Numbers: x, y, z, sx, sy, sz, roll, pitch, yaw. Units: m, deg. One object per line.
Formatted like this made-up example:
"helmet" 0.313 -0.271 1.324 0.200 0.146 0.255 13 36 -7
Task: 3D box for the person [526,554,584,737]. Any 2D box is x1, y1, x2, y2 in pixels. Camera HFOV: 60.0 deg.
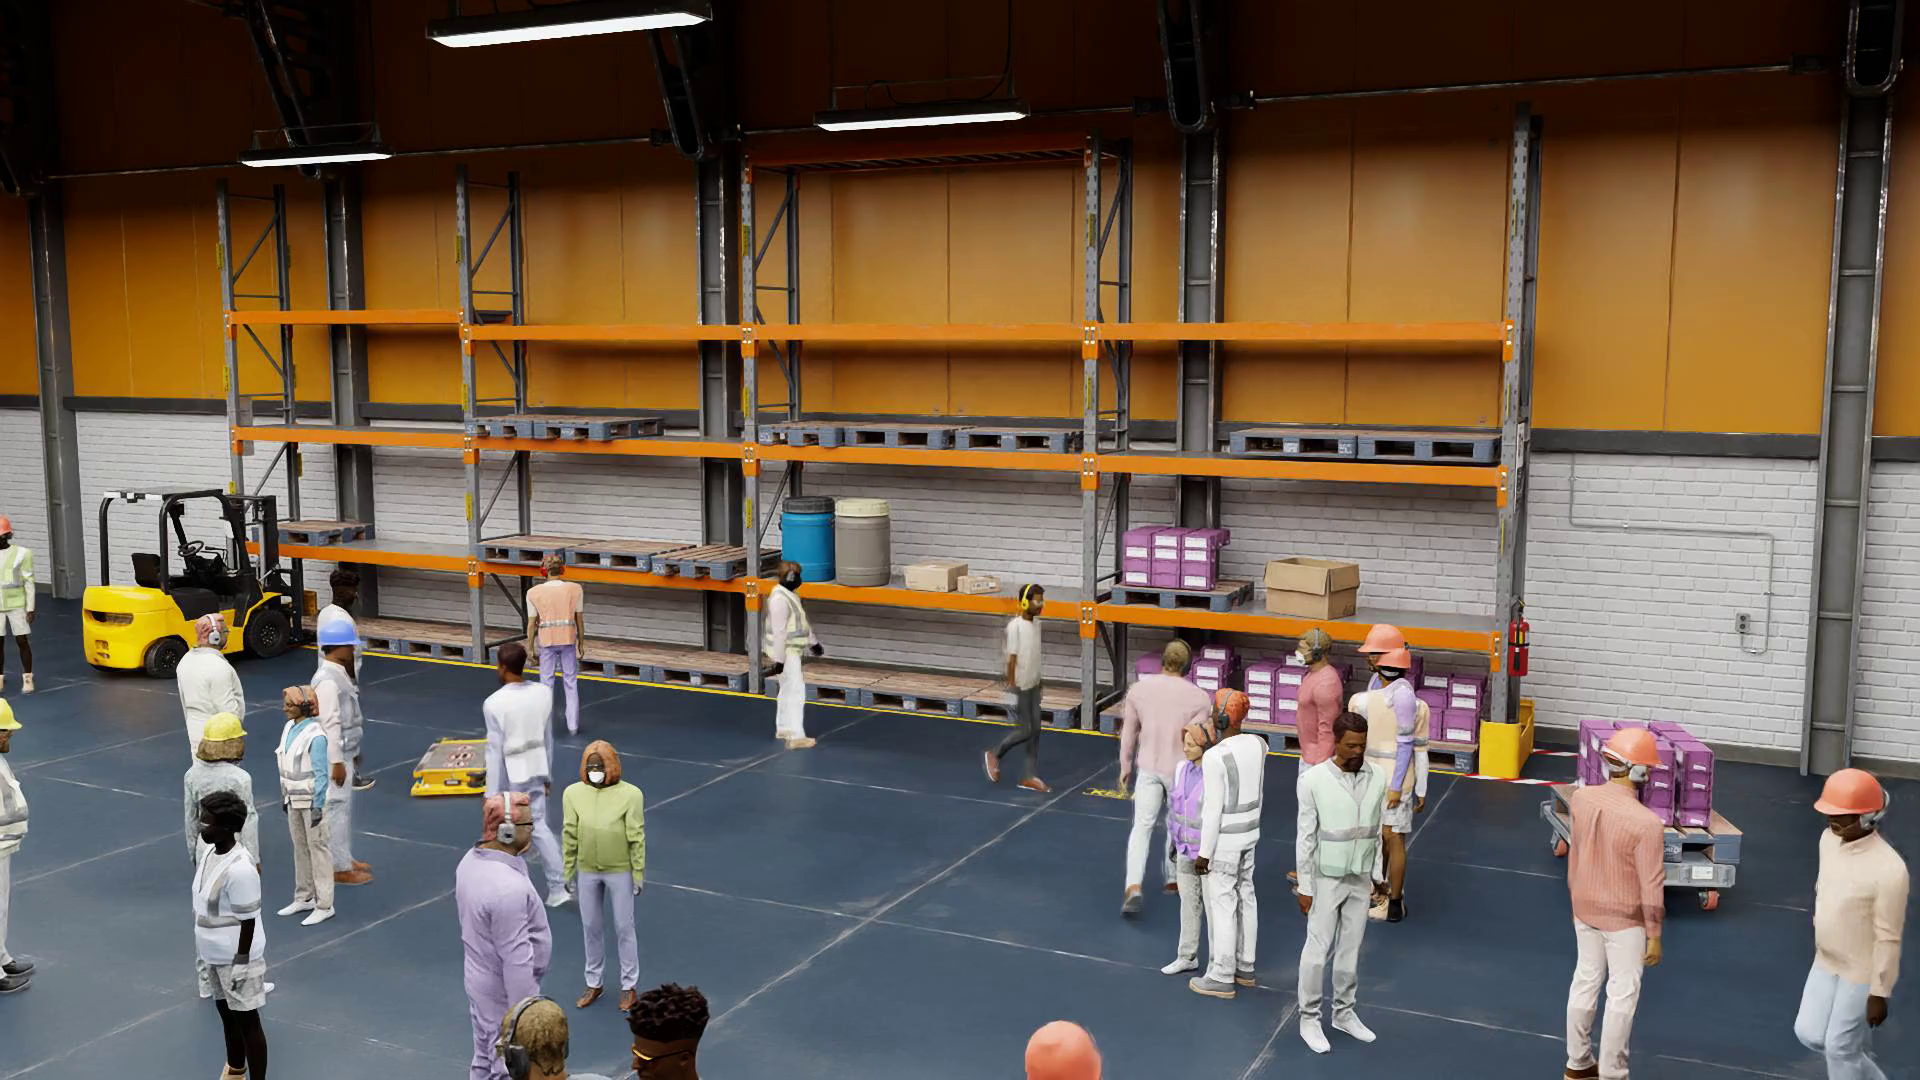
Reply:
"person" -4.035 1.063 16.628 0.560 1.836 0.394 -3 8 -23

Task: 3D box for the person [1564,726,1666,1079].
"person" 3.433 1.950 8.693 0.413 1.984 0.624 -3 7 -22

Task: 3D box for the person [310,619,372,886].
"person" -4.548 1.546 12.172 0.389 1.947 0.610 -2 7 -17

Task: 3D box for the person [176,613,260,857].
"person" -5.652 1.506 12.667 0.638 1.909 0.408 5 9 38

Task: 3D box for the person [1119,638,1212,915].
"person" 1.395 1.647 11.619 0.663 1.895 0.992 3 8 24

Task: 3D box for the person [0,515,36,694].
"person" -10.654 0.733 18.568 0.604 2.032 0.416 -2 7 -13

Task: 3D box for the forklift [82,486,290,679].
"forklift" -9.426 0.454 20.179 1.214 2.155 2.313 3 8 26

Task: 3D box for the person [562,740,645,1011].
"person" -2.117 1.983 9.887 0.502 1.625 0.294 1 7 6

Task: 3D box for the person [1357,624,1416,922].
"person" 2.897 1.587 11.438 0.375 2.044 0.607 -1 7 -9

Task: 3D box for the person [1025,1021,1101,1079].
"person" 0.375 2.404 5.248 0.639 1.916 0.438 -3 7 -22

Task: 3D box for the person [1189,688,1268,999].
"person" 1.633 1.827 10.108 0.356 1.884 0.574 6 9 42

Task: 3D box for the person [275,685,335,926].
"person" -4.474 1.795 11.370 0.512 1.640 0.307 6 9 41

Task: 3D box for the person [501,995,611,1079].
"person" -1.306 2.391 5.283 0.386 1.927 0.641 3 8 26

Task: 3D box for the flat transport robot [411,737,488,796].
"flat transport robot" -4.509 2.029 15.044 0.652 0.197 1.431 -1 7 -8

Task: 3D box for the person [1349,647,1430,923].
"person" 2.925 1.654 11.394 0.549 1.924 0.389 2 7 19

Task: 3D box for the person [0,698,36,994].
"person" -5.895 1.857 10.138 0.403 1.820 0.598 -4 8 -27

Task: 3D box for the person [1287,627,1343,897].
"person" 2.555 1.582 11.902 0.354 1.938 0.636 1 7 6

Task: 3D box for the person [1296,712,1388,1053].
"person" 2.140 1.898 9.388 0.597 1.915 0.369 -3 8 -26

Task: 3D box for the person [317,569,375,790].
"person" -5.473 1.229 14.741 0.391 1.957 0.608 -5 9 -38

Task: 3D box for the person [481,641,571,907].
"person" -3.053 1.656 11.544 0.516 1.940 0.612 4 8 31

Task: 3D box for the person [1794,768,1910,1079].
"person" 4.303 2.041 7.976 0.570 1.967 0.639 0 7 -2

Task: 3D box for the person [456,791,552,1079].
"person" -2.093 2.103 7.738 0.402 1.904 0.652 -4 8 -33

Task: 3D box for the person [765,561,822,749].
"person" -1.641 1.107 16.329 0.536 1.816 0.636 -1 7 -5

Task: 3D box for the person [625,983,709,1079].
"person" -0.889 2.366 5.313 0.361 1.964 0.616 -6 9 -40

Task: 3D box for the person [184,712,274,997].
"person" -4.434 1.902 10.057 0.490 1.743 0.324 2 7 19

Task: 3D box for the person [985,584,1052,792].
"person" 0.529 1.292 14.649 0.536 1.852 0.536 5 8 35

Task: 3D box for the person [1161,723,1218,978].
"person" 1.479 1.930 10.254 0.308 1.639 0.524 -5 8 -34

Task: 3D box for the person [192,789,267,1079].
"person" -3.746 2.110 8.522 0.318 1.699 0.535 -7 10 -44
